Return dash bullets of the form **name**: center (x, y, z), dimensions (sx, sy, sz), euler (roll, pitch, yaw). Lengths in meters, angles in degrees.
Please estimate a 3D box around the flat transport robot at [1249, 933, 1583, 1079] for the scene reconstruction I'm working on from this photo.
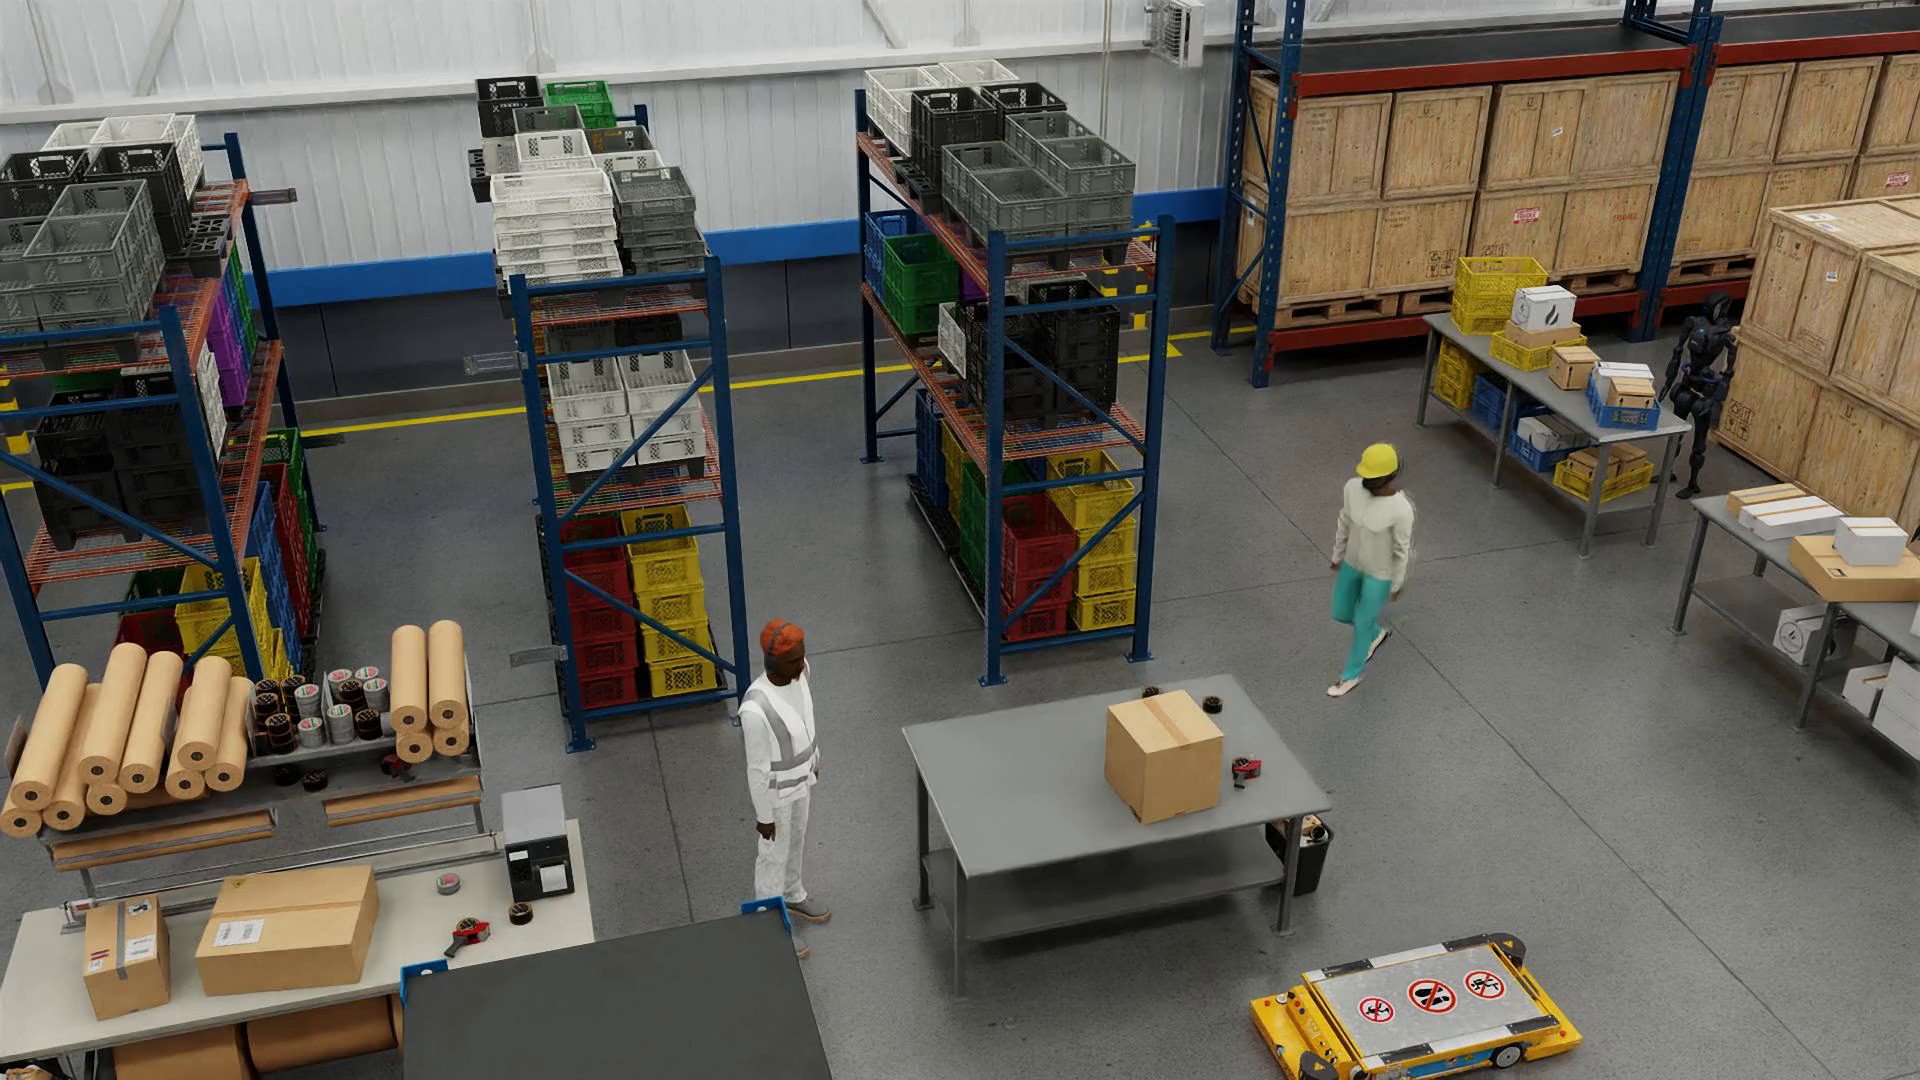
- **flat transport robot**: center (2.184, 2.282, 7.980), dimensions (1.431, 0.197, 0.652), euler (-8, 30, -14)

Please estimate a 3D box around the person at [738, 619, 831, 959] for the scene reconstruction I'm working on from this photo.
- **person**: center (-0.872, 1.214, 8.276), dimensions (0.337, 1.882, 0.583), euler (10, 30, 17)

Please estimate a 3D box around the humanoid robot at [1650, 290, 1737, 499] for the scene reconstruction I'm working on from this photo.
- **humanoid robot**: center (5.634, -1.123, 12.731), dimensions (0.324, 1.654, 0.602), euler (-13, 31, -22)

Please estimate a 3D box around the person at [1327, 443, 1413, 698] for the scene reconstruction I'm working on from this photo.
- **person**: center (2.560, 0.160, 10.323), dimensions (0.484, 1.745, 0.535), euler (-20, 34, -32)

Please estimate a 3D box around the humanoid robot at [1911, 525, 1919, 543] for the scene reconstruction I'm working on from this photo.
- **humanoid robot**: center (6.486, -0.037, 10.754), dimensions (0.308, 1.656, 0.616), euler (-11, 31, -20)
